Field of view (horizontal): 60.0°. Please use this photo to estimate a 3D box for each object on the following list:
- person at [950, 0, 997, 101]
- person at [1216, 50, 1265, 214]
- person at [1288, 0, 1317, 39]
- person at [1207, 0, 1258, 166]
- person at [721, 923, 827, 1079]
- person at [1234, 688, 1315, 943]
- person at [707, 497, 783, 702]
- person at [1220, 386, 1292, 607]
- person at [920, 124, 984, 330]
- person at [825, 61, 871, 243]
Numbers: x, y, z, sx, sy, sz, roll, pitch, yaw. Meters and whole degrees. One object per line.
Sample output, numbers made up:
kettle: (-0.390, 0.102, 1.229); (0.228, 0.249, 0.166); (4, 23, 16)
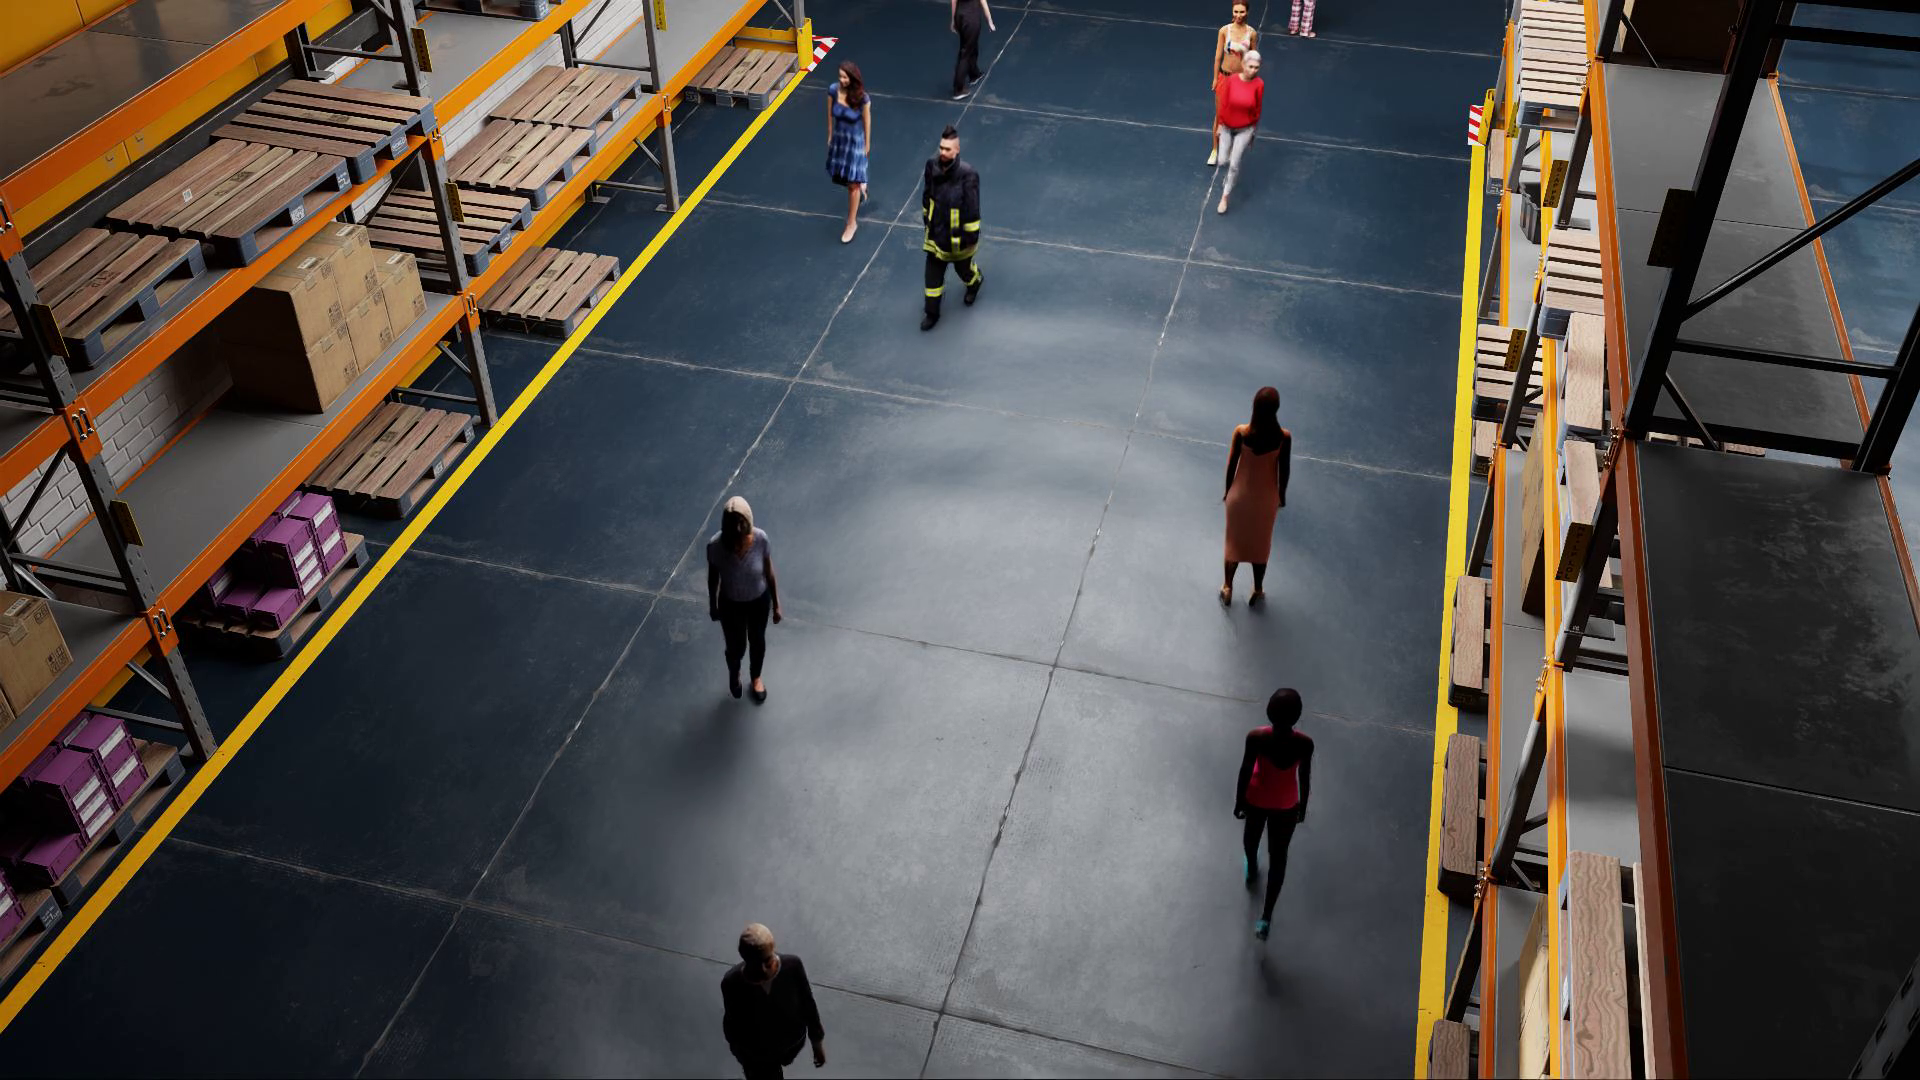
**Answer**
person: (0.031, -5.808, 18.751); (0.832, 1.726, 0.988); (30, 47, 32)
person: (2.797, -4.134, 16.697); (0.581, 1.672, 0.773); (12, 40, 14)
person: (4.254, -6.984, 20.246); (0.700, 1.697, 0.680); (-27, 46, -29)
person: (2.861, -4.816, 17.456); (0.598, 1.791, 0.592); (5, 39, 6)
person: (-0.970, 2.452, 8.439); (1.049, 1.687, 1.151); (-16, 41, -19)
person: (1.771, 1.573, 9.527); (0.593, 1.701, 1.048); (7, 39, 9)
person: (-1.455, 0.342, 11.063); (0.708, 1.709, 0.742); (-13, 40, -15)
person: (2.072, -0.296, 11.764); (0.599, 1.831, 0.516); (8, 39, 9)
person: (-0.039, -2.858, 14.973); (0.915, 1.830, 1.177); (17, 42, 21)
person: (-1.052, -3.820, 16.206); (0.788, 1.794, 0.965); (18, 42, 22)
